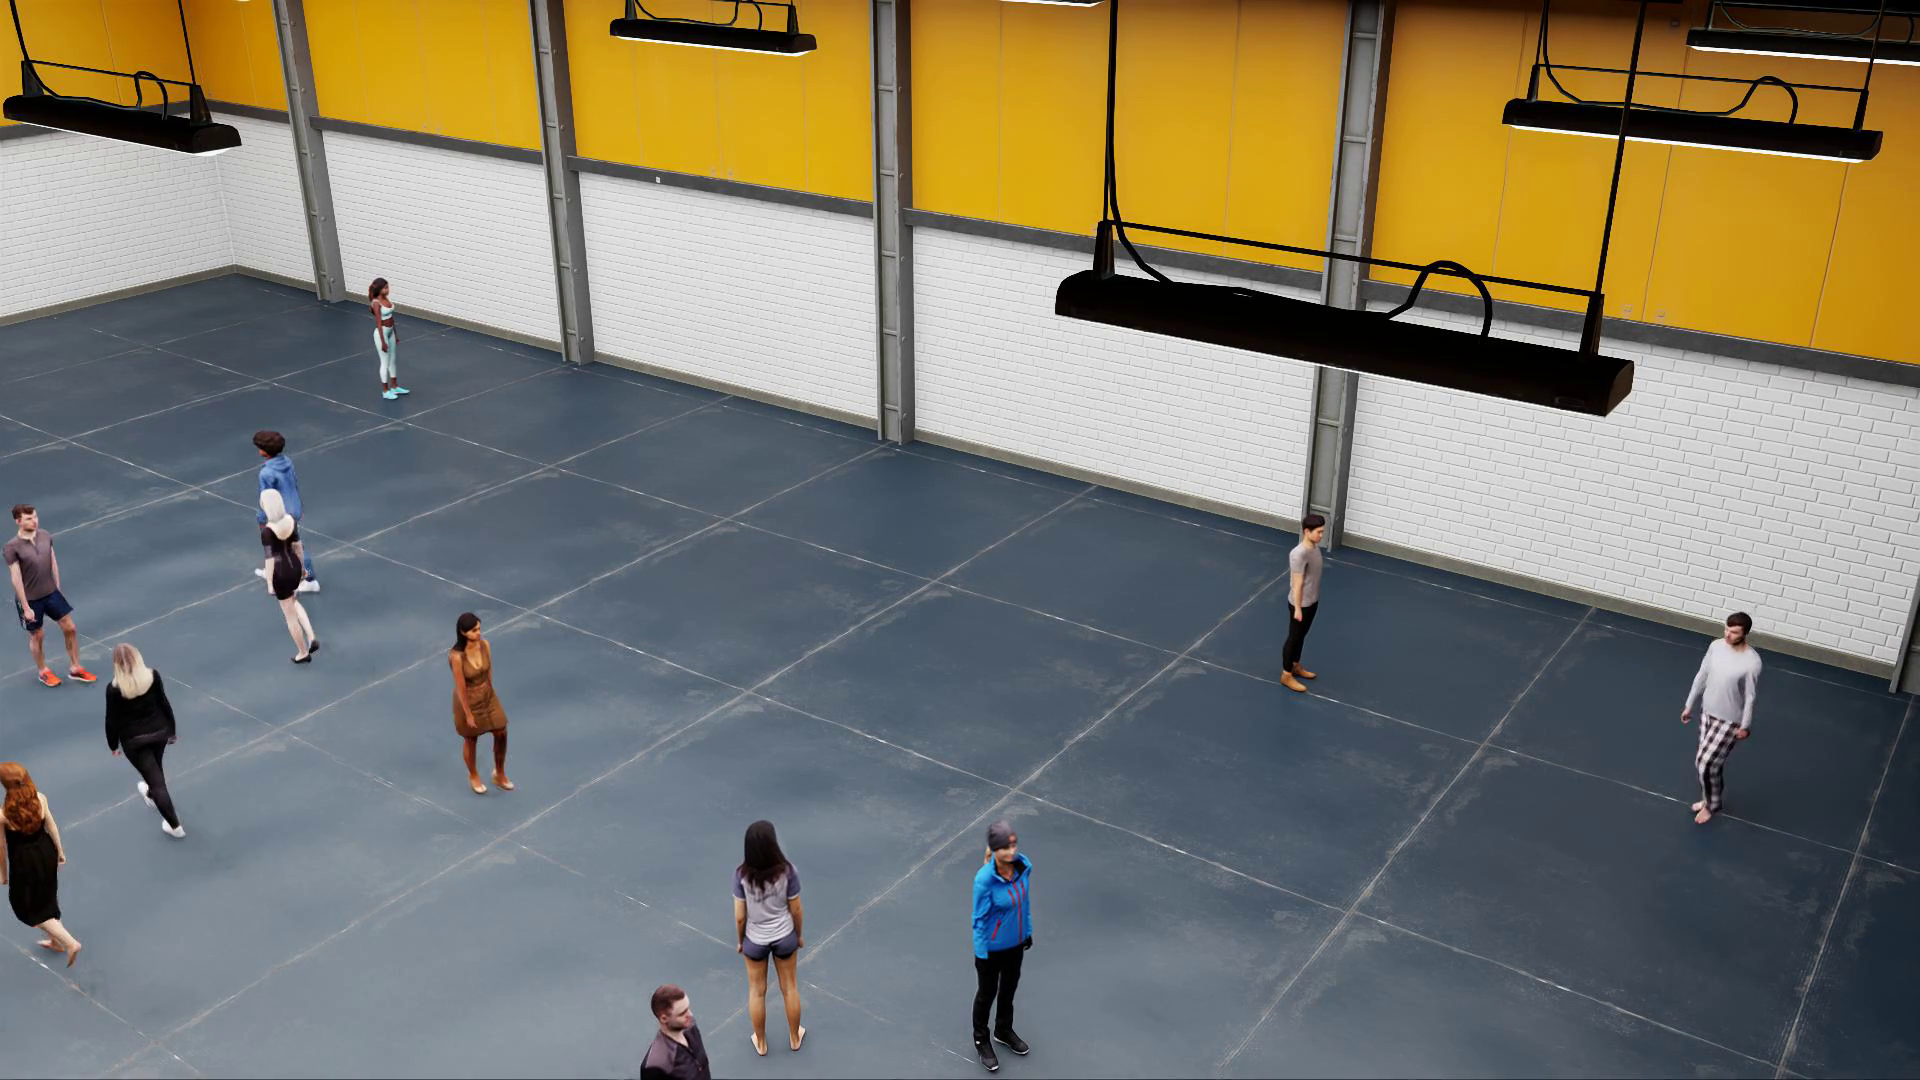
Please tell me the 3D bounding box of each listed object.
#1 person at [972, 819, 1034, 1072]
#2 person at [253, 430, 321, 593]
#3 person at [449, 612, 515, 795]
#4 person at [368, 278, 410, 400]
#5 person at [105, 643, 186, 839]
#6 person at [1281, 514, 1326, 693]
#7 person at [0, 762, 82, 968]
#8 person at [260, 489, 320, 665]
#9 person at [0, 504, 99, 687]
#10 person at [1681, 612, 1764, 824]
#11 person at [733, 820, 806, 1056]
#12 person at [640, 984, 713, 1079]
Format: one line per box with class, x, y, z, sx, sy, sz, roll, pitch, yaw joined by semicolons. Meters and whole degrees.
person;0.265;2.587;10.739;0.673;1.800;0.617;-17;29;-34
person;-6.950;-0.269;17.298;1.146;1.780;0.978;3;24;8
person;-4.062;1.350;13.730;0.605;1.671;0.550;15;28;31
person;-8.027;-2.829;23.223;0.663;1.724;0.647;4;24;8
person;-6.388;1.621;13.128;1.051;1.656;0.701;19;30;37
person;3.198;0.549;15.511;0.538;1.712;0.616;13;27;28
person;-6.436;2.303;11.630;0.885;1.606;0.642;12;27;26
person;-6.312;0.368;15.790;0.716;1.820;0.692;8;25;18
person;-8.619;0.515;15.441;0.852;1.831;0.715;13;27;27
person;6.216;1.386;13.440;0.870;1.836;0.809;-10;25;-21
person;-1.243;2.587;10.825;0.642;1.731;0.704;-4;24;-9
person;-1.639;3.219;9.260;0.805;1.827;0.791;5;24;10
